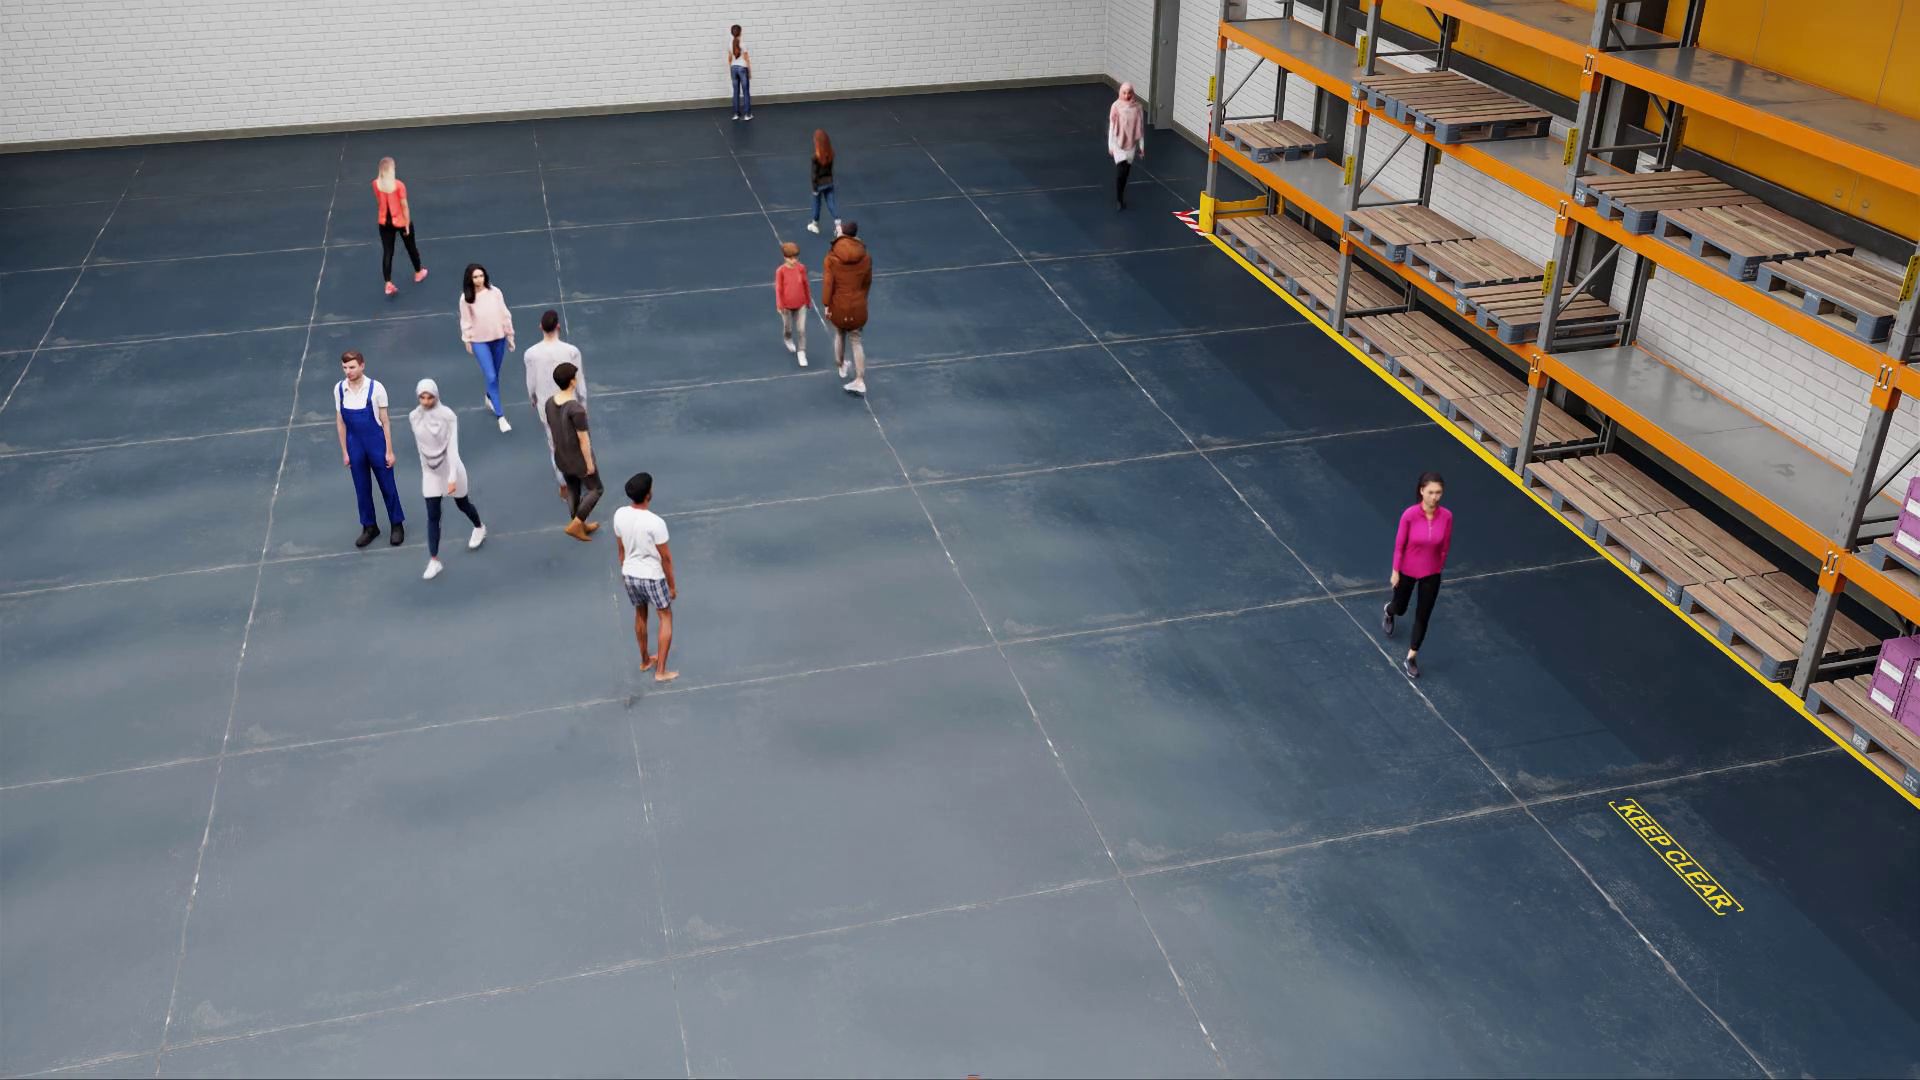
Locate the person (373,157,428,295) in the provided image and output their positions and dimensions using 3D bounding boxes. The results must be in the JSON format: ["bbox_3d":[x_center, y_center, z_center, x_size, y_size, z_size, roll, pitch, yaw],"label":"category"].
[{"bbox_3d":[-7.010,-3.836,20.487,0.893,1.655,1.209,4,29,7],"label":"person"}]

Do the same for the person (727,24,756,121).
[{"bbox_3d":[-3.712,-7.906,28.045,0.624,1.563,0.657,8,30,15],"label":"person"}]

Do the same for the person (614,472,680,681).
[{"bbox_3d":[-2.434,0.281,12.846,0.758,1.744,0.804,13,31,22],"label":"person"}]

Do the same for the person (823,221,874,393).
[{"bbox_3d":[-1.192,-2.447,17.803,0.785,1.786,1.040,-8,30,-15],"label":"person"}]

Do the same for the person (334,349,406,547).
[{"bbox_3d":[-5.260,-0.840,14.791,0.676,1.850,0.643,-1,29,-1],"label":"person"}]

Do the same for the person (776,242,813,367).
[{"bbox_3d":[-1.877,-2.676,18.630,0.558,1.397,0.823,-8,30,-15],"label":"person"}]

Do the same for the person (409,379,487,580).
[{"bbox_3d":[-4.433,-0.604,14.480,0.920,1.733,1.214,5,29,9],"label":"person"}]

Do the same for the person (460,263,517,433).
[{"bbox_3d":[-4.861,-2.025,17.102,0.919,1.718,1.232,-19,34,-31],"label":"person"}]

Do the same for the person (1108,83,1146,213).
[{"bbox_3d":[2.308,-5.586,23.556,0.636,1.788,0.693,-7,29,-12],"label":"person"}]

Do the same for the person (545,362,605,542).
[{"bbox_3d":[-3.469,-0.737,14.751,0.805,1.708,0.866,19,34,31],"label":"person"}]

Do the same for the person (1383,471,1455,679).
[{"bbox_3d":[3.579,0.212,13.040,0.739,1.680,1.003,0,29,-1],"label":"person"}]

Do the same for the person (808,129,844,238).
[{"bbox_3d":[-1.795,-4.792,22.444,0.792,1.460,1.018,-21,35,-33],"label":"person"}]

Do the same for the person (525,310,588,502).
[{"bbox_3d":[-3.742,-1.218,15.519,0.738,1.817,0.813,-7,29,-13],"label":"person"}]
